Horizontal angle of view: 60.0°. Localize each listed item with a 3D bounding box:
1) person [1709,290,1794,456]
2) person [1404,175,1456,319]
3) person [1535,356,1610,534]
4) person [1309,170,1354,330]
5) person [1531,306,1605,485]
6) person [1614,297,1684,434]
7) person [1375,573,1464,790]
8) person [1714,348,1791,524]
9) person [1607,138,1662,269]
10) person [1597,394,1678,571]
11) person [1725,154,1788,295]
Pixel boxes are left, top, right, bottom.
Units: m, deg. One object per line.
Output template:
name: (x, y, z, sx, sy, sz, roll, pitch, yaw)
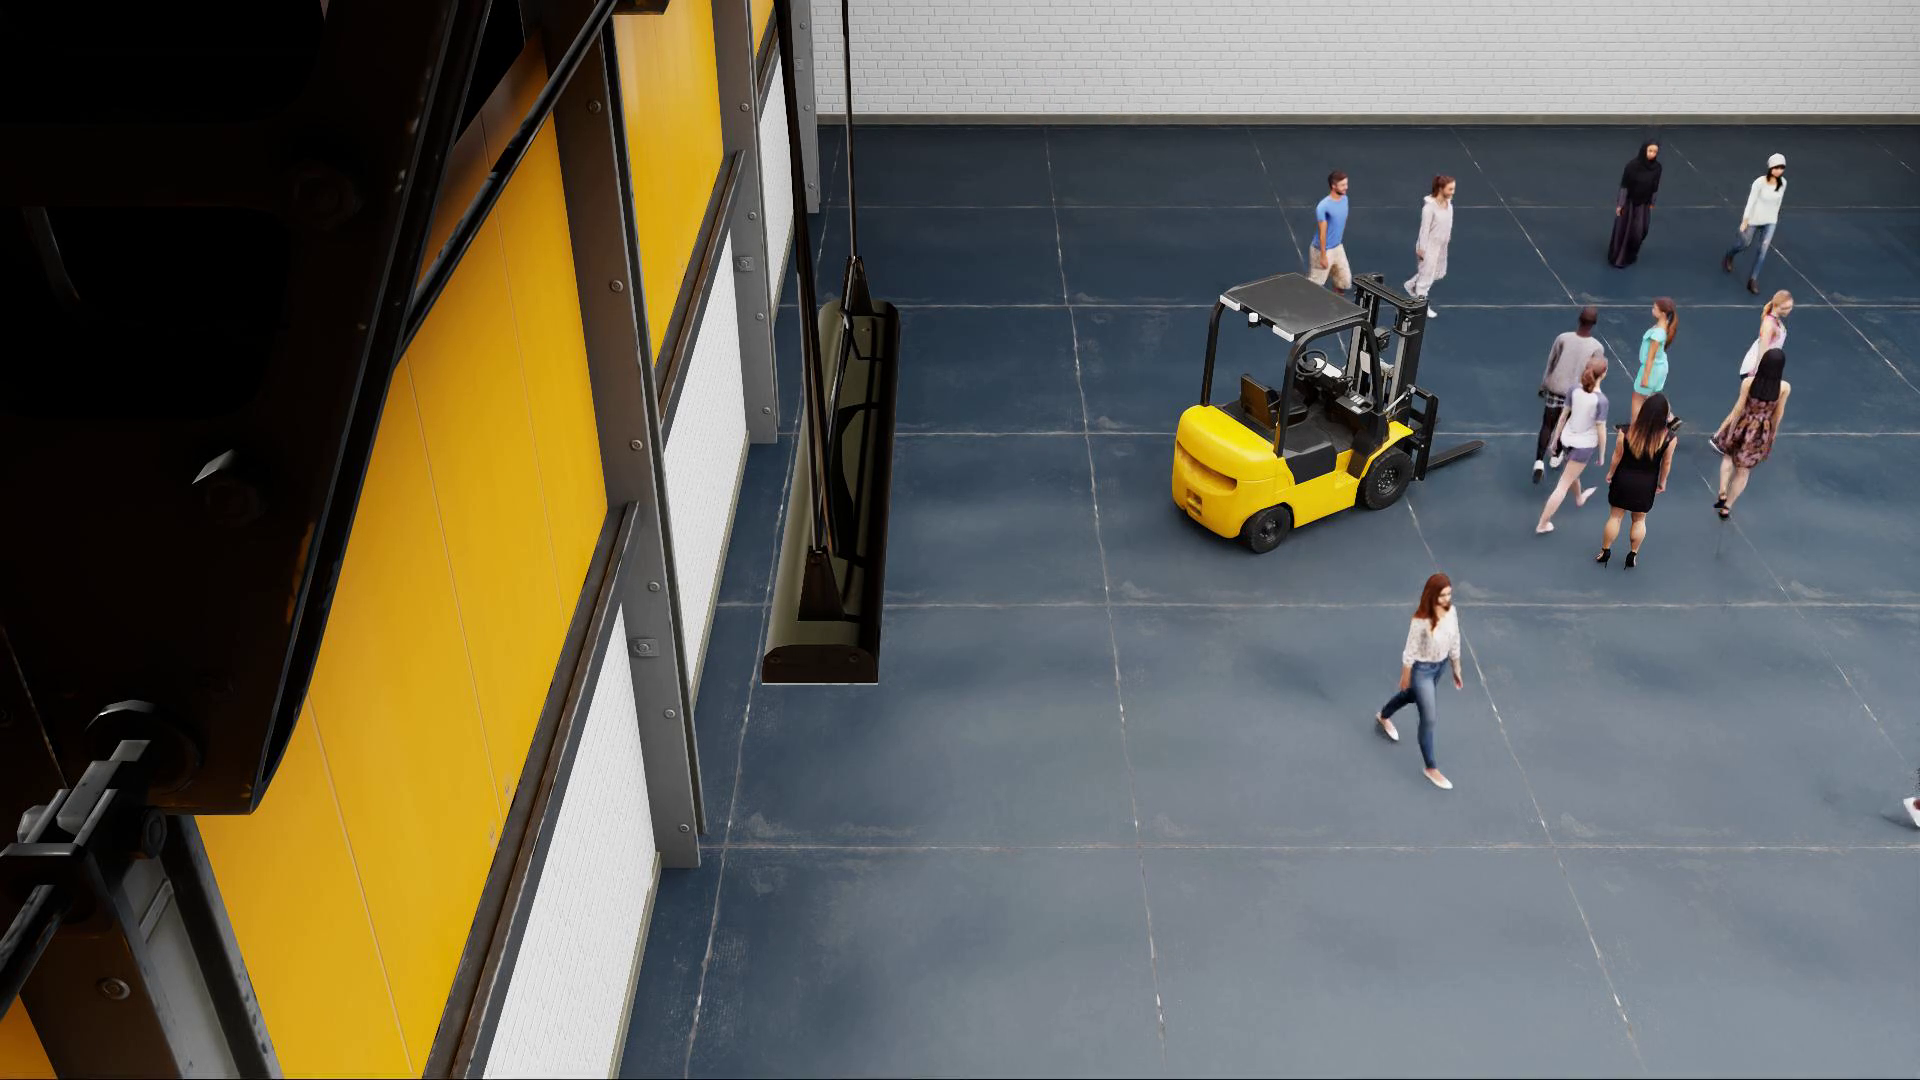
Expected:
person: (7.766, -1.658, 16.287, 0.944, 1.776, 0.791, 10, 35, 15)
person: (5.332, -3.399, 18.990, 0.865, 1.684, 0.928, -28, 43, -35)
person: (5.541, -0.822, 15.081, 1.068, 1.719, 1.135, -20, 39, -28)
person: (4.054, -3.300, 18.698, 0.916, 1.842, 1.004, -23, 40, -31)
person: (5.761, -1.363, 15.876, 1.000, 1.740, 1.206, 14, 36, 20)
person: (6.944, -1.674, 16.515, 0.902, 1.551, 0.865, 24, 41, 32)
person: (3.439, 0.939, 12.457, 0.989, 1.691, 1.179, -20, 38, -27)
person: (7.214, -0.907, 15.171, 0.769, 1.761, 0.832, 13, 36, 18)
person: (8.160, -4.113, 20.133, 0.691, 1.607, 0.788, 7, 34, 10)
person: (5.931, -0.501, 14.599, 0.732, 1.717, 0.705, 10, 35, 15)
person: (9.397, -3.786, 19.630, 0.573, 1.619, 1.045, 0, 34, 0)
